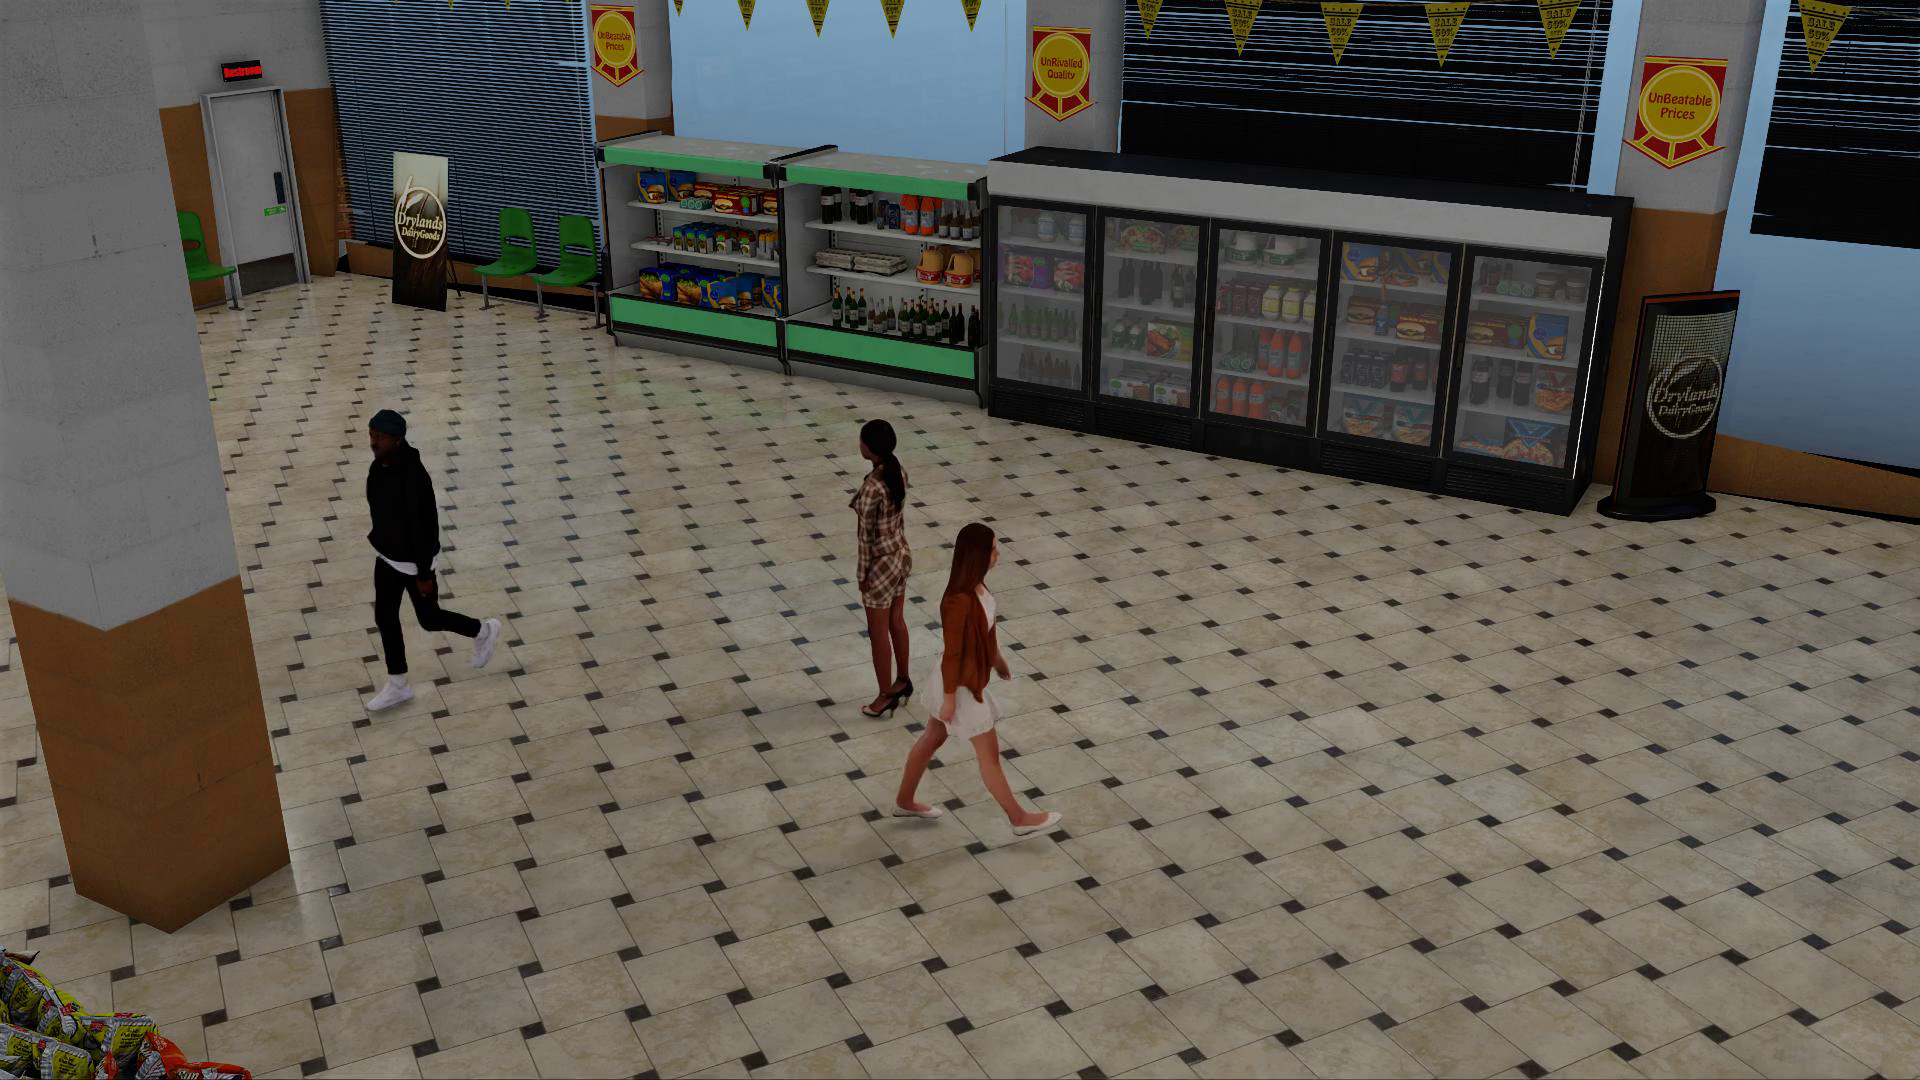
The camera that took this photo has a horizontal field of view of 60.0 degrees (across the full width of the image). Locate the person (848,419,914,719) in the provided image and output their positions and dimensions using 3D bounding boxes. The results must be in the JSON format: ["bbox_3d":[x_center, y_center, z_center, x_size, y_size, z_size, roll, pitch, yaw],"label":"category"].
[{"bbox_3d":[-0.425,0.169,9.490,0.542,1.791,0.576,11,24,25],"label":"person"}]

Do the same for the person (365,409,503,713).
[{"bbox_3d":[-3.128,0.094,9.677,1.093,1.789,0.806,16,27,35],"label":"person"}]

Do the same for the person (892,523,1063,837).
[{"bbox_3d":[-0.082,0.720,8.283,1.194,1.668,0.968,1,22,2],"label":"person"}]
